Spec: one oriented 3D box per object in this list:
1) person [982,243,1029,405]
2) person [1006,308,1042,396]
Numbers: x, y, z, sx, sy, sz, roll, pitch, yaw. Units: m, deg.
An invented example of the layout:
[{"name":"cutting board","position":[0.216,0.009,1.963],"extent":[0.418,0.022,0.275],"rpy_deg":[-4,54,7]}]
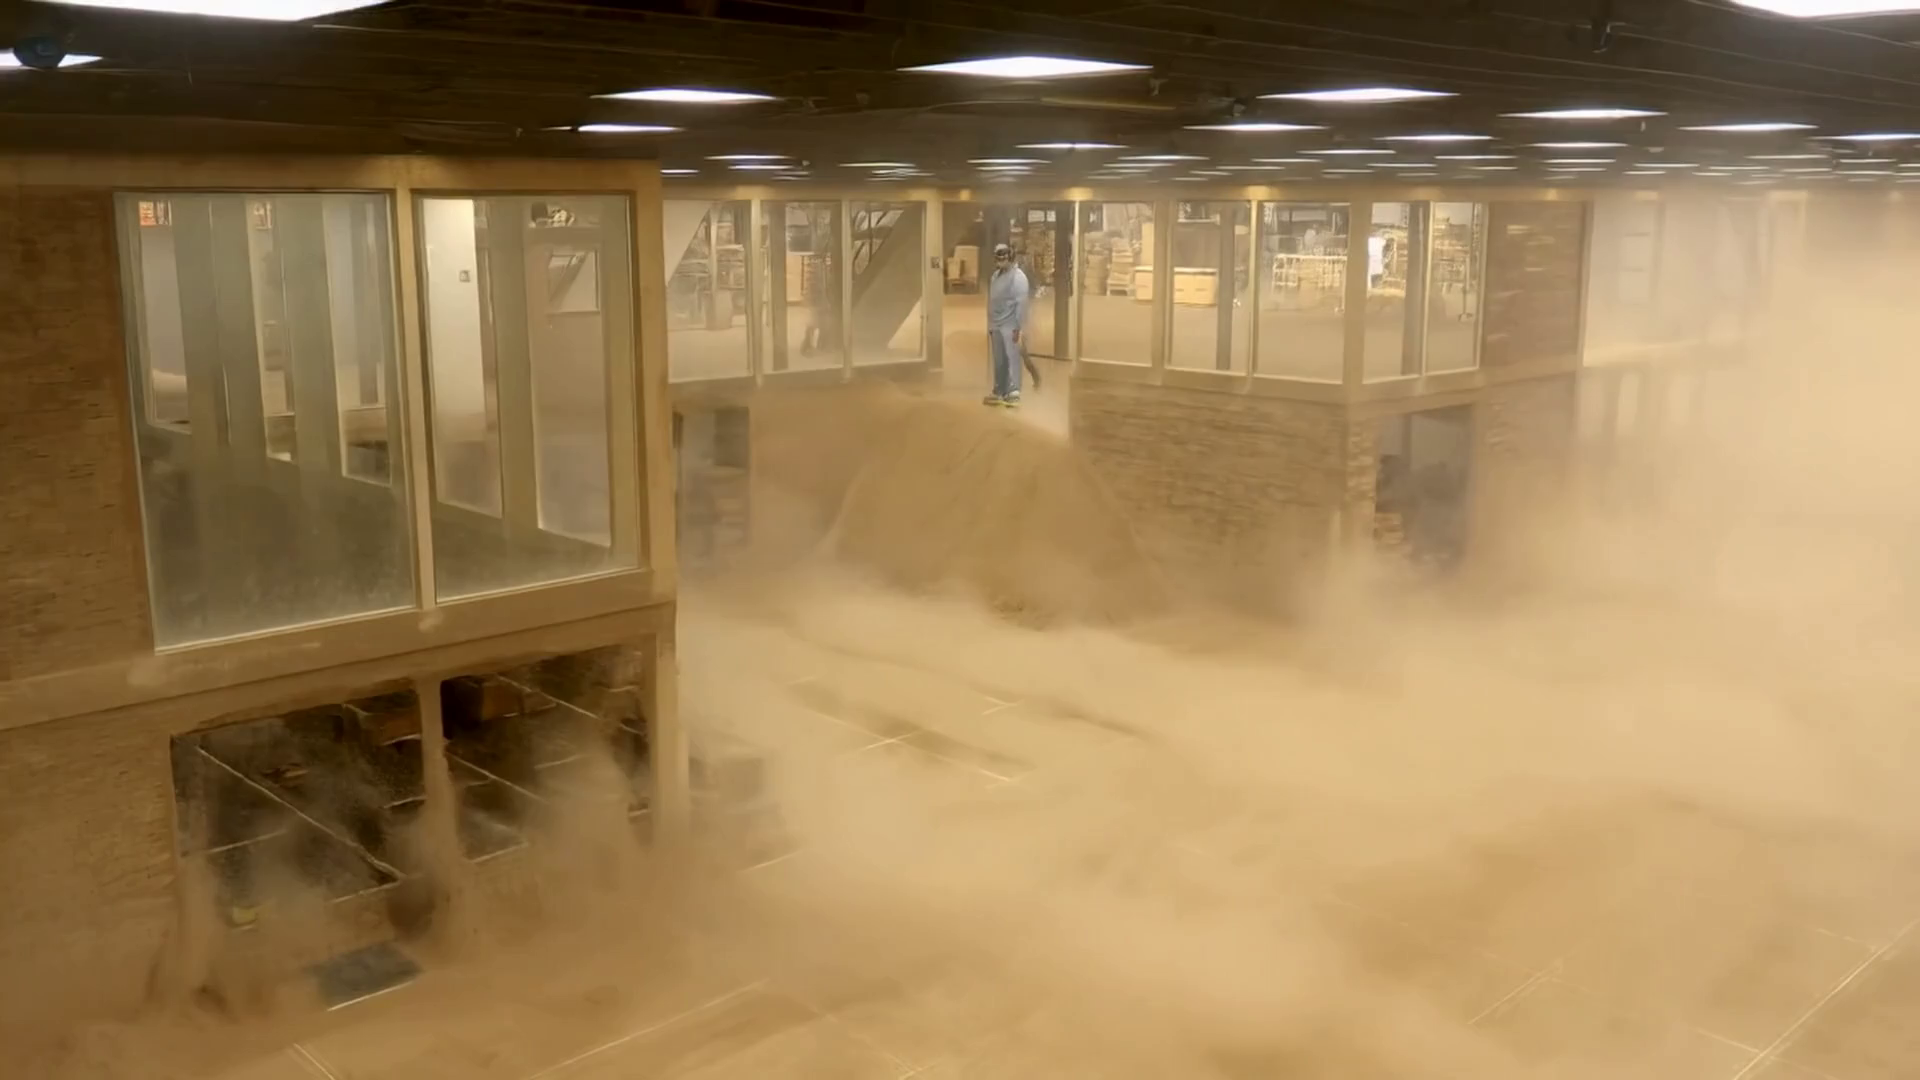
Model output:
[{"name":"person","position":[0.527,-2.576,19.866],"extent":[0.406,1.911,0.636],"rpy_deg":[-8,14,-33]},{"name":"person","position":[0.699,-2.564,20.557],"extent":[0.531,1.598,0.714],"rpy_deg":[-9,14,-37]}]
